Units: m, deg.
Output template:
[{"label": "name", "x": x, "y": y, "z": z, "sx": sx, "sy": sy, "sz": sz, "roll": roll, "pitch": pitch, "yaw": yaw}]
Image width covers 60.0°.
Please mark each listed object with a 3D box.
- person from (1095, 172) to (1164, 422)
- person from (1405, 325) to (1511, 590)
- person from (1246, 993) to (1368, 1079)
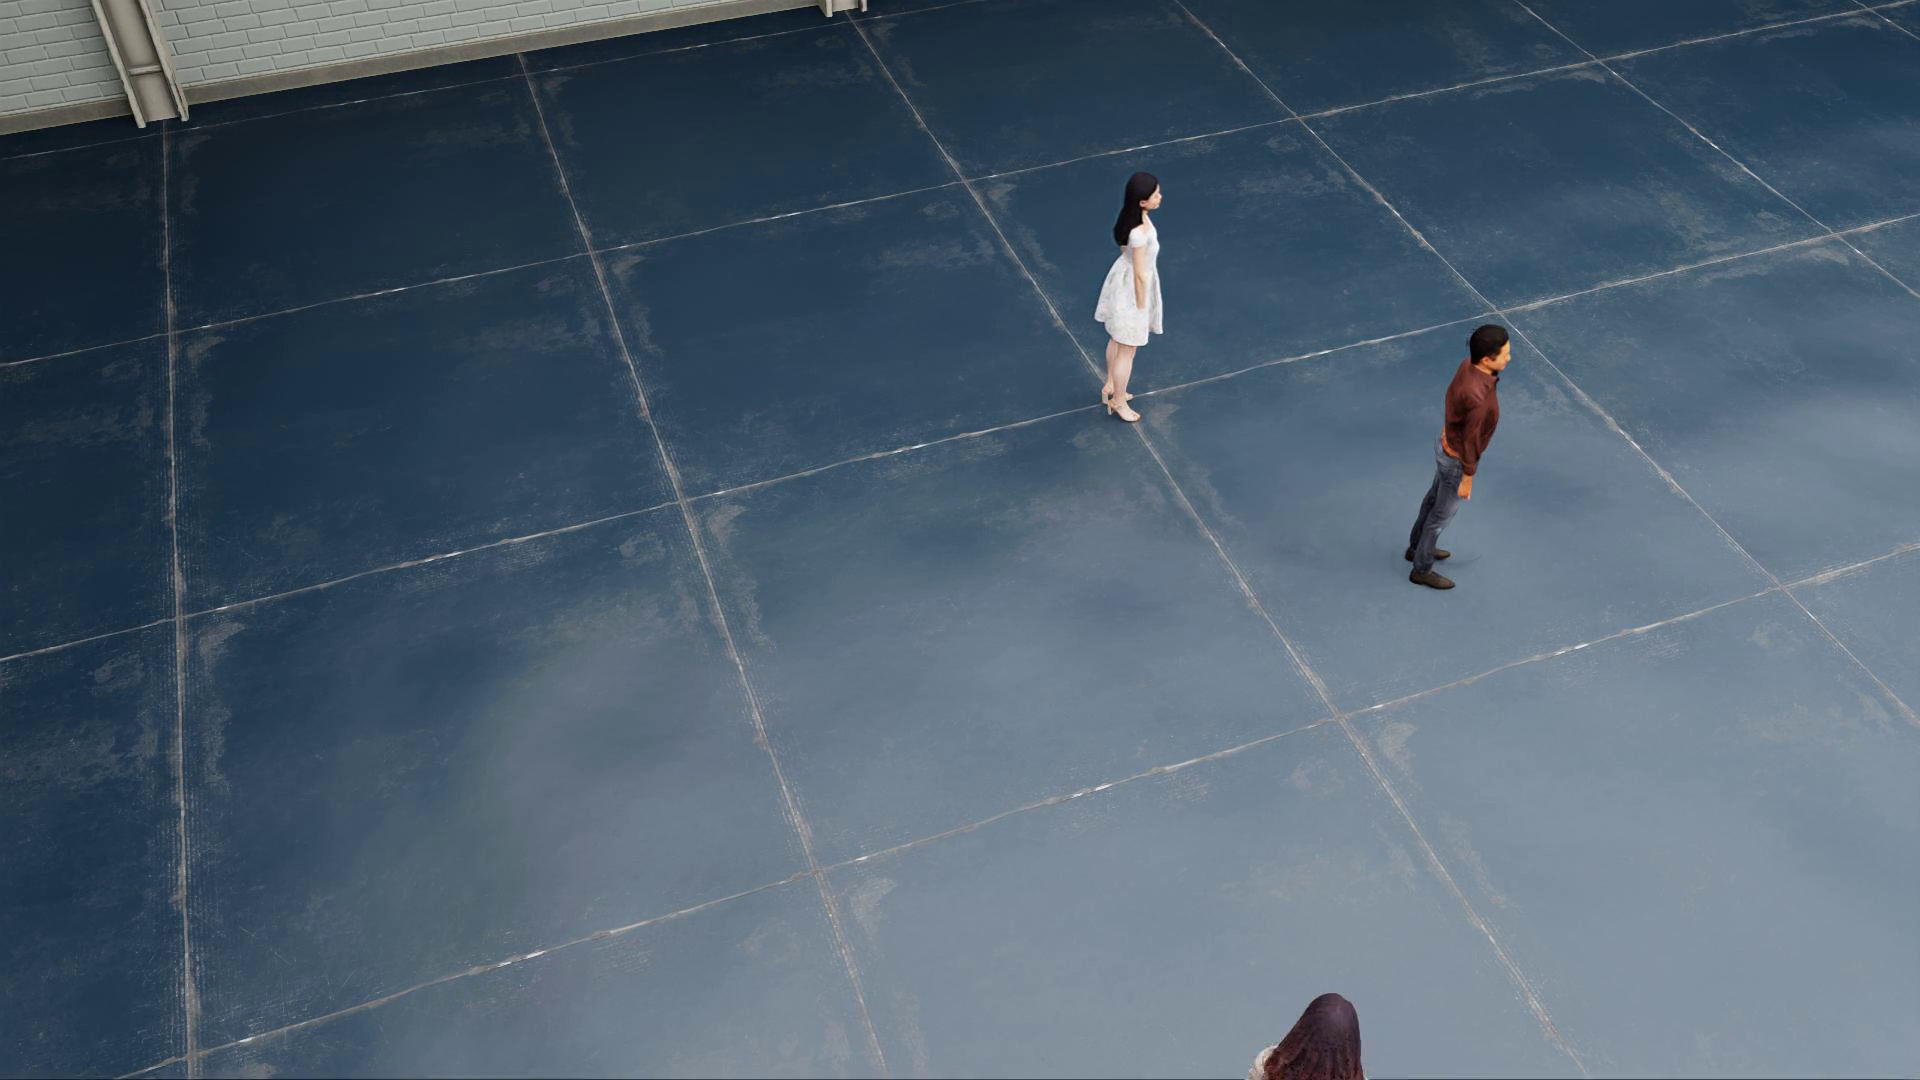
[{"label": "person", "x": 1.096, "y": -1.544, "z": 10.569, "sx": 0.721, "sy": 1.773, "sz": 0.718, "roll": -3, "pitch": 43, "yaw": -4}, {"label": "person", "x": 2.812, "y": -0.482, "z": 9.427, "sx": 0.693, "sy": 1.779, "sz": 0.720, "roll": 6, "pitch": 43, "yaw": 6}, {"label": "person", "x": 1.265, "y": 2.395, "z": 6.385, "sx": 0.792, "sy": 1.725, "sz": 0.839, "roll": 7, "pitch": 44, "yaw": 8}]
